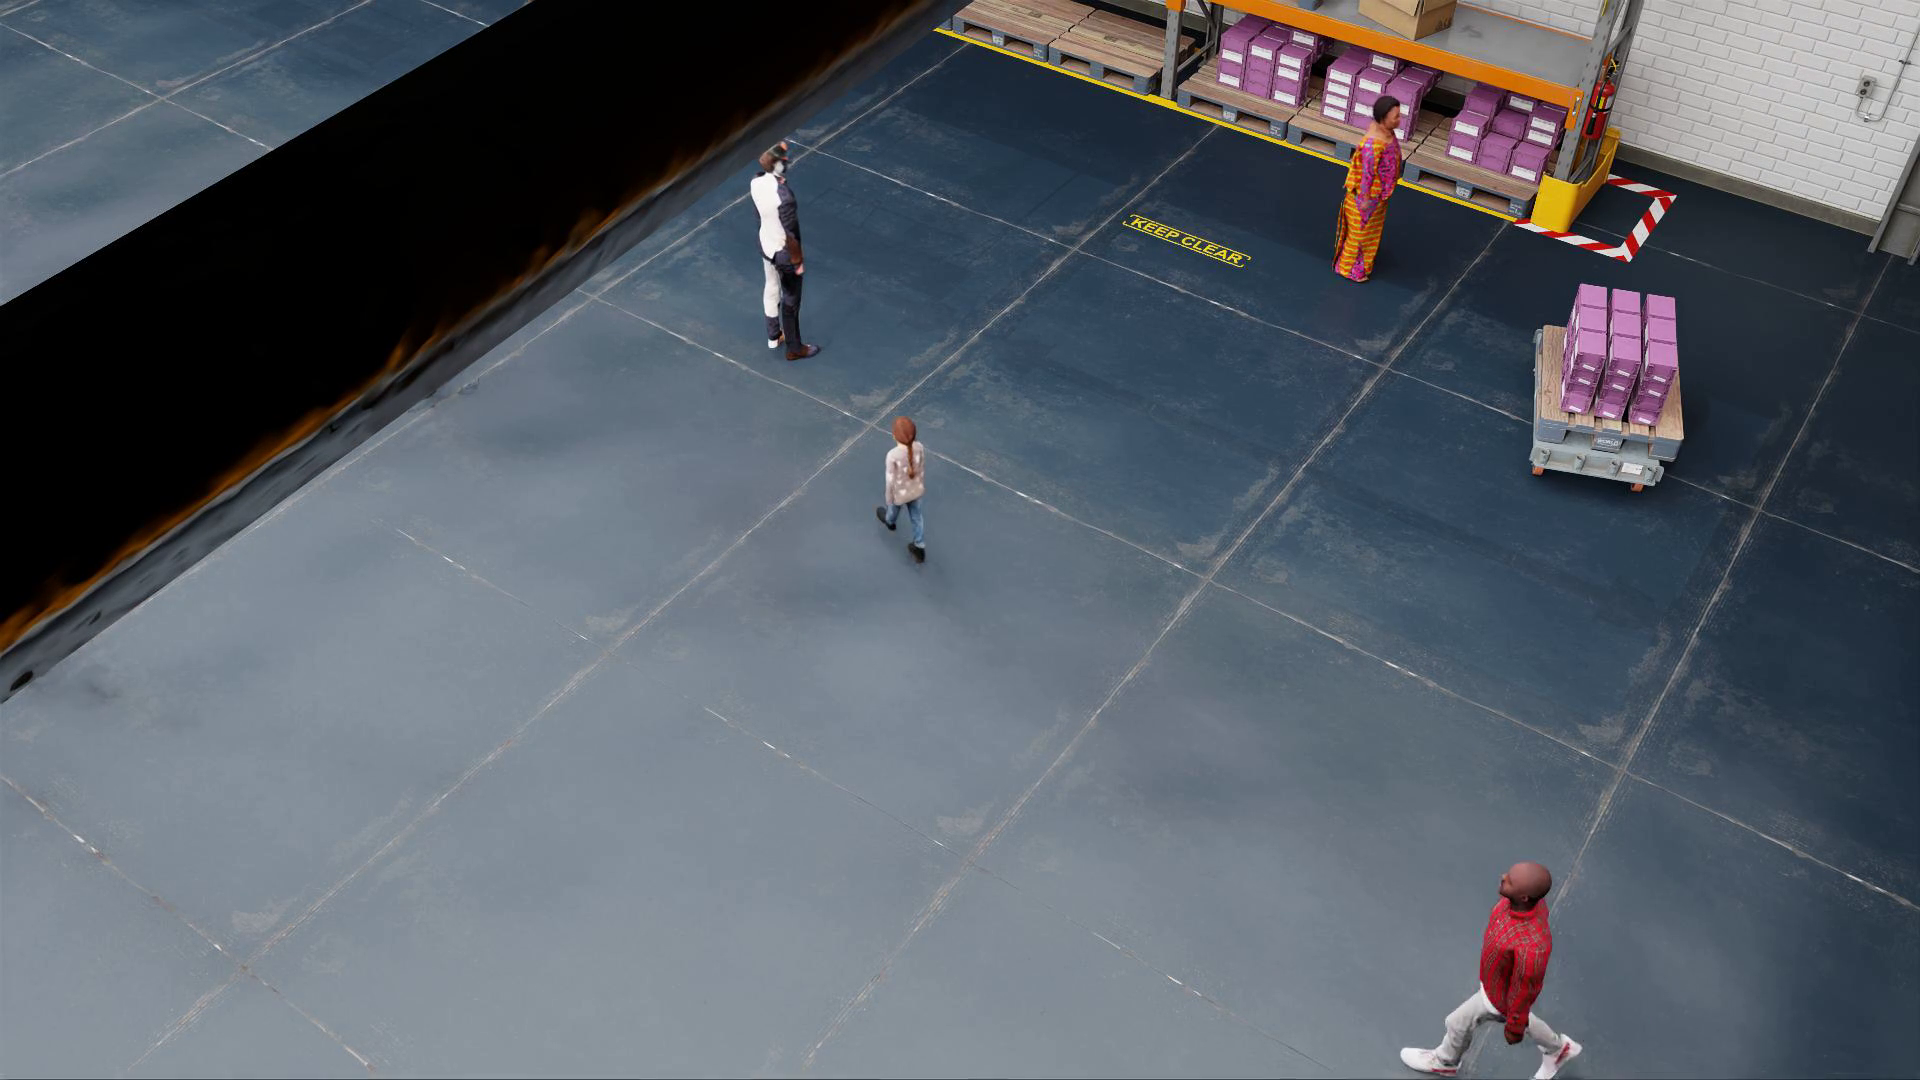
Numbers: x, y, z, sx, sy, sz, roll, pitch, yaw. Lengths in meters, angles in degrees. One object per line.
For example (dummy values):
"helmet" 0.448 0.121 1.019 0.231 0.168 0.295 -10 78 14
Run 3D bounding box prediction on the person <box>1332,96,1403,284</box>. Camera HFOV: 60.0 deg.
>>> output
"person" 3.483 -3.001 14.065 0.721 1.669 0.706 15 46 16

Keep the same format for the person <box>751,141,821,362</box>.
"person" -1.419 -2.290 13.157 0.804 1.892 0.639 -28 50 -26

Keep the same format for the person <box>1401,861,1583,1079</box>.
"person" 2.875 2.255 8.462 1.250 1.786 1.008 7 44 8

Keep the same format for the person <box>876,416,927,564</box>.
"person" -0.353 -0.330 11.626 0.719 1.164 0.885 -21 47 -20
